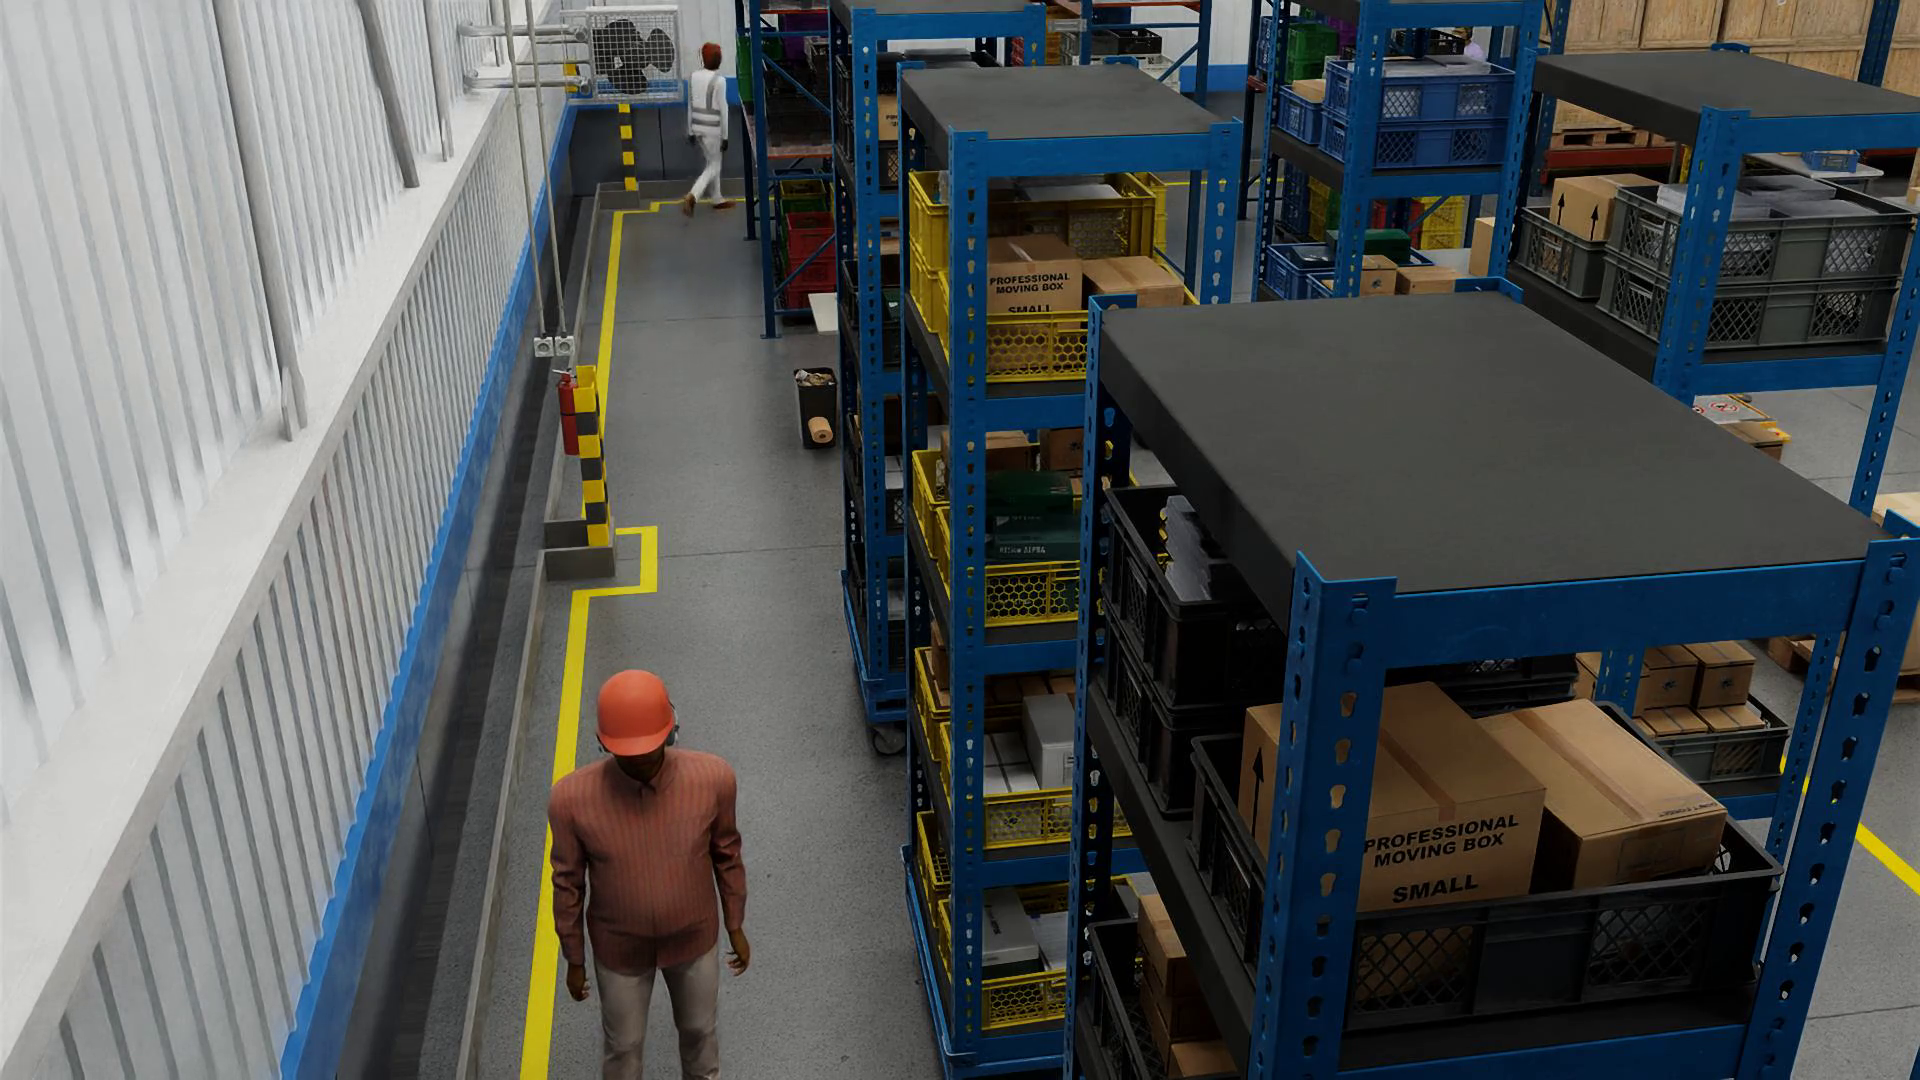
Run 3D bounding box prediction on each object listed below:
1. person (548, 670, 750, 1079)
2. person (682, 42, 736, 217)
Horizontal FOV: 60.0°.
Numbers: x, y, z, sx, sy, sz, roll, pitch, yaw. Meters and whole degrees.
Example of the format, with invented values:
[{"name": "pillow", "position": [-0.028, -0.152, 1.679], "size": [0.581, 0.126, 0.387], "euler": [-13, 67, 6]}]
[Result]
[{"name": "person", "position": [-0.986, 1.295, 5.403], "size": [0.623, 1.992, 0.397], "euler": [-8, 26, -17]}, {"name": "person", "position": [-2.782, -4.414, 17.988], "size": [0.620, 1.857, 0.786], "euler": [20, 31, 37]}]
